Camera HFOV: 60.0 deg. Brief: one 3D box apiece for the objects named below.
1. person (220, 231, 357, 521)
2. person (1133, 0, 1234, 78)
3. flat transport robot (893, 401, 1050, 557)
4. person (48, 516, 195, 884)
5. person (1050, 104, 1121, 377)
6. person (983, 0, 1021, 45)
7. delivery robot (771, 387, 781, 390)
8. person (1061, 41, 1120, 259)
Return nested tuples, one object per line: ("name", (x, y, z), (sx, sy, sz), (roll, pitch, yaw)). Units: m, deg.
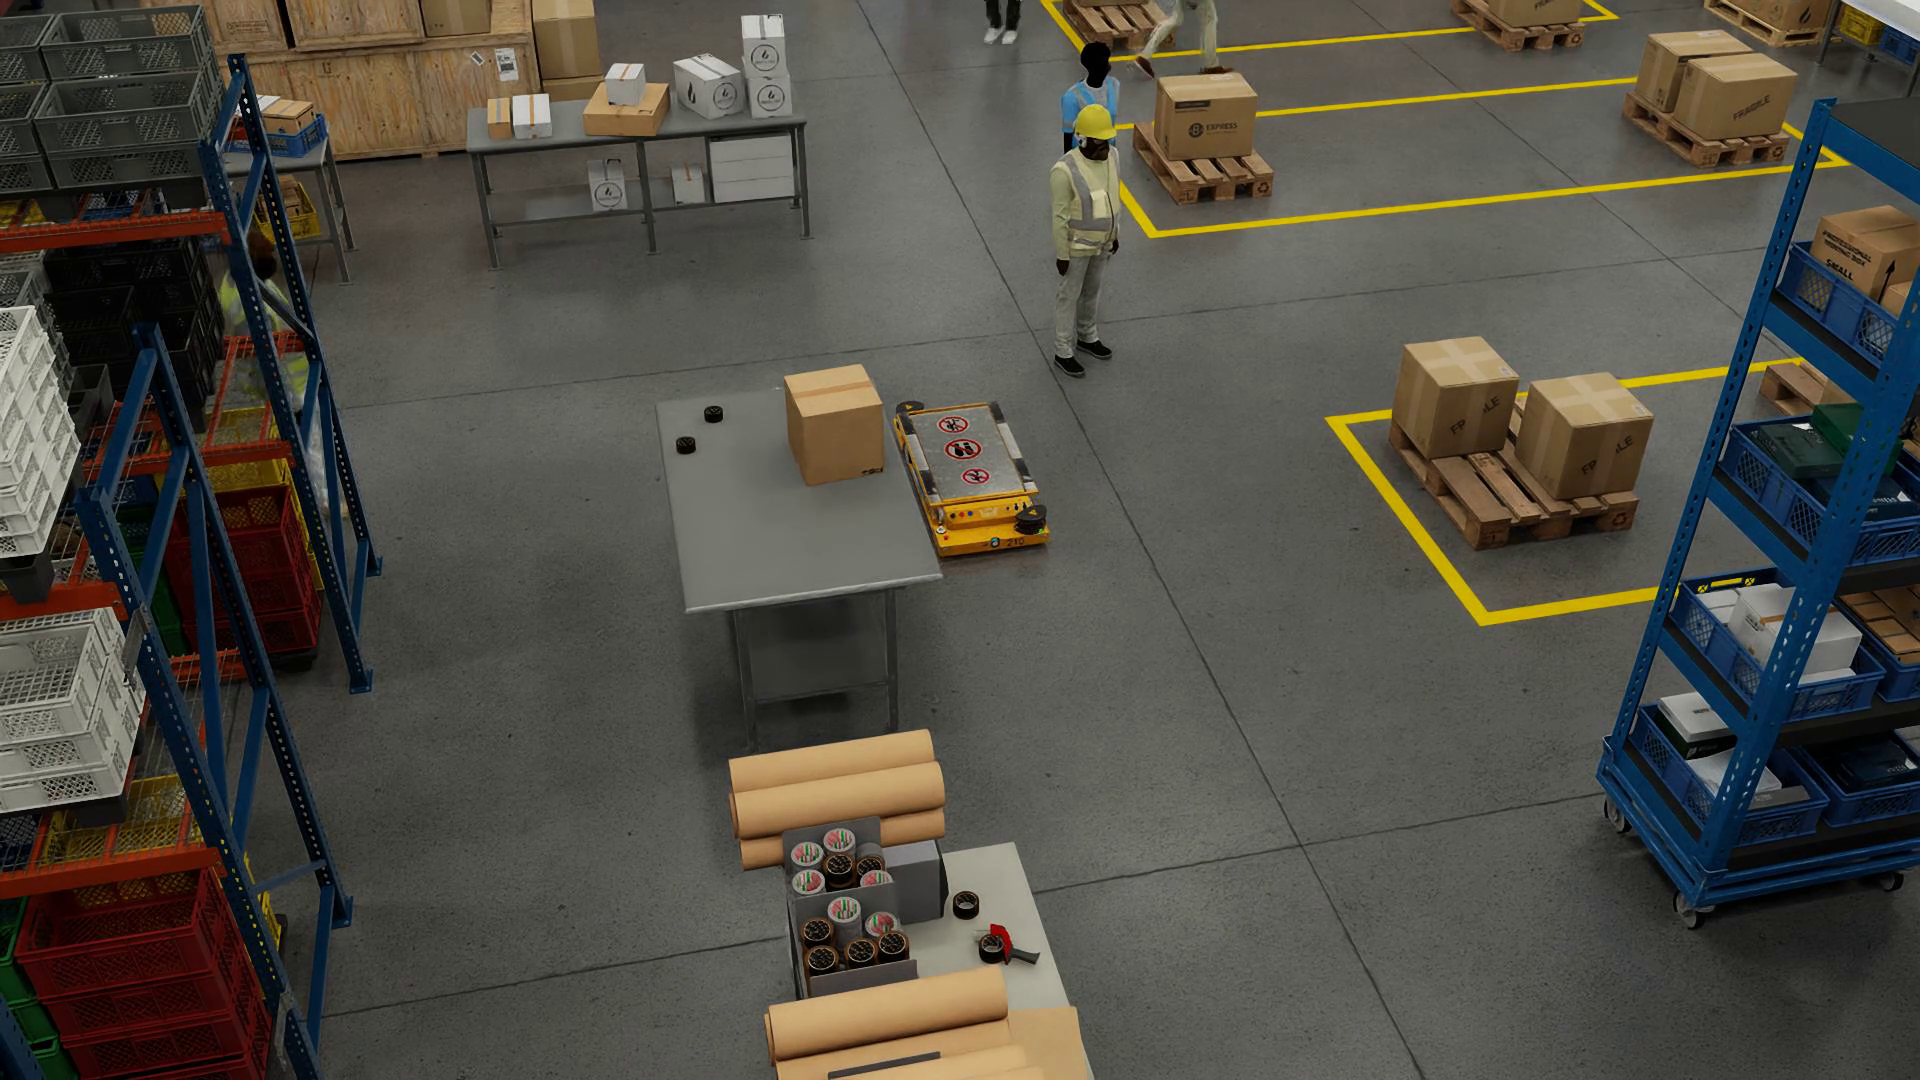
("person", (-3.849, -0.902, 9.442), (0.440, 1.825, 0.654), (-13, 39, -17))
("person", (2.065, -5.074, 15.061), (0.942, 1.827, 0.516), (-12, 38, -16))
("flat transport robot", (0.046, -0.430, 10.108), (0.652, 0.197, 1.431), (-8, 37, -10))
("person", (-3.596, 0.711, 7.196), (0.627, 1.931, 0.362), (19, 41, 24))
("person", (0.838, -1.967, 10.874), (0.403, 1.834, 0.589), (29, 45, 33))
("person", (0.419, -5.642, 15.757), (0.634, 1.898, 0.516), (12, 38, 16))
("delivery robot", (-1.013, -0.666, 10.110), (0.477, 0.478, 0.707), (-26, 44, -31))
("person", (0.947, -2.801, 12.107), (0.540, 1.695, 0.317), (-27, 44, -31))
